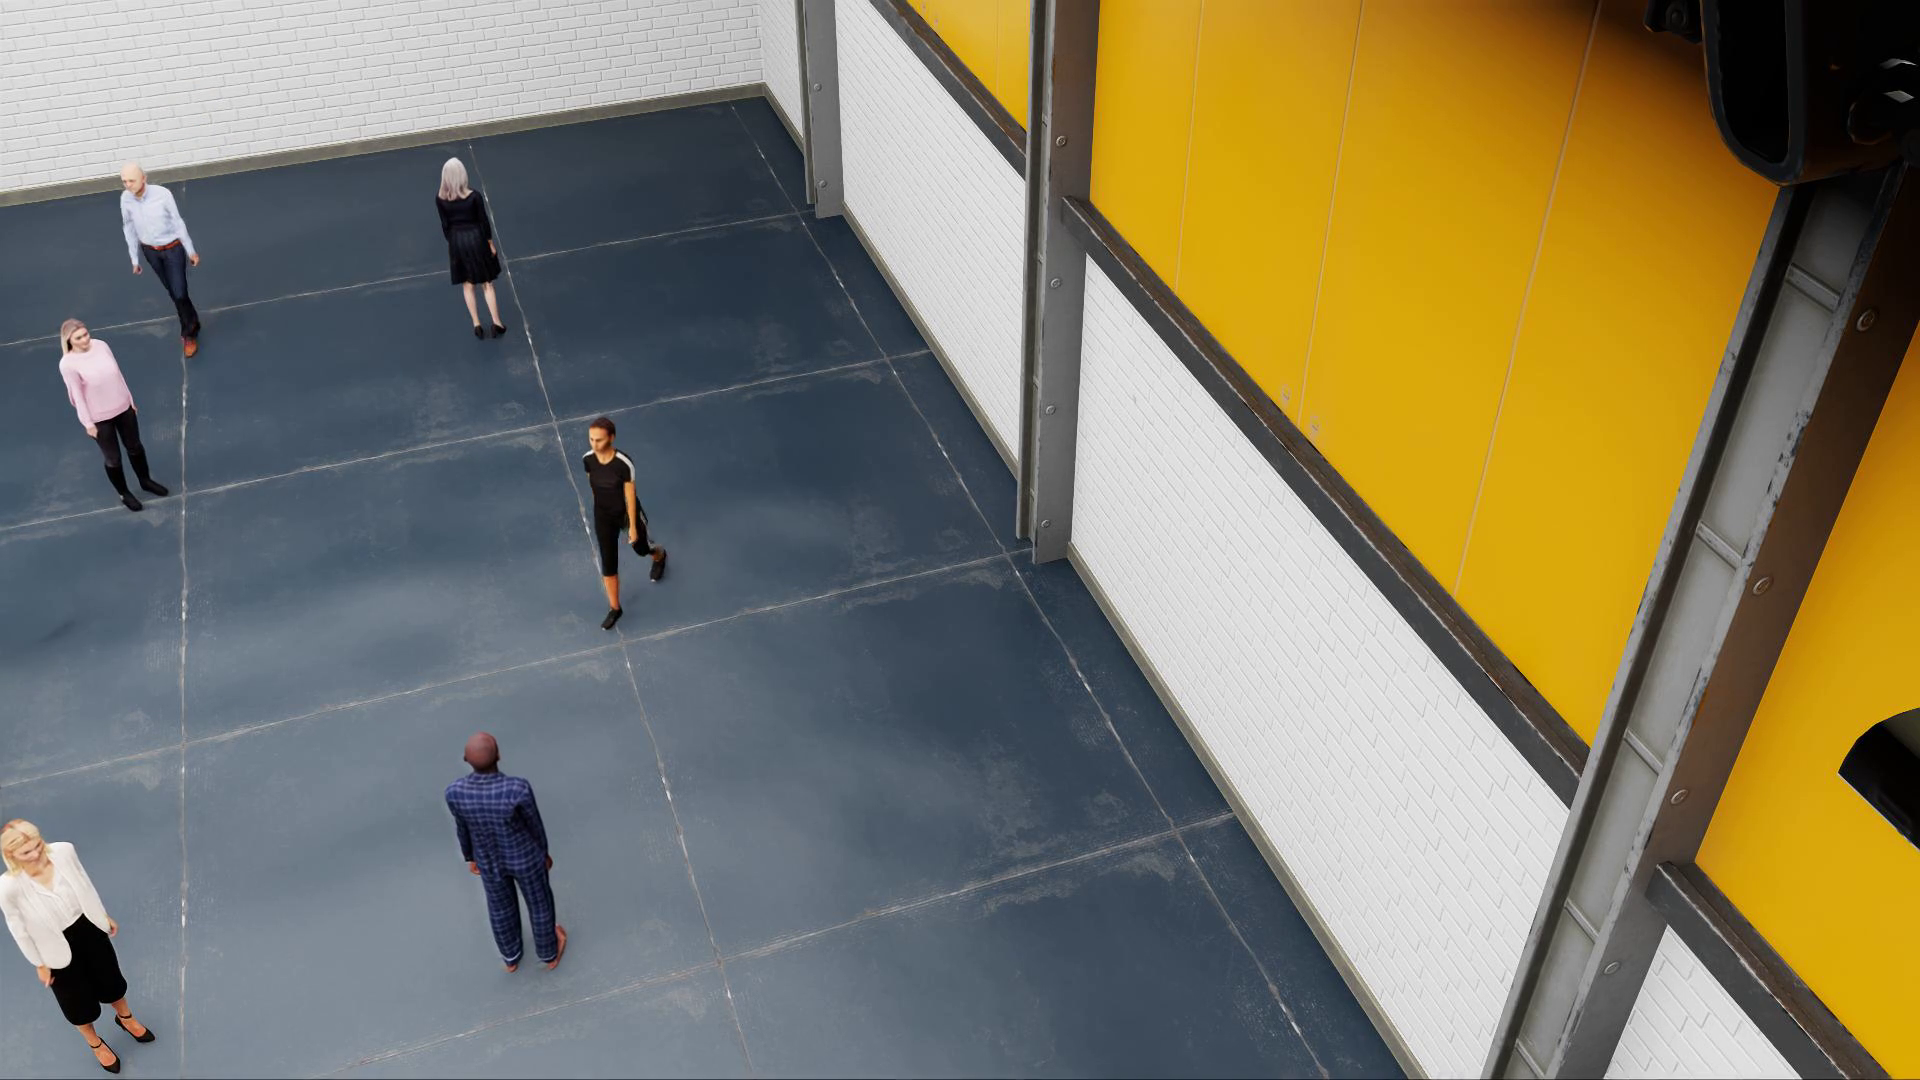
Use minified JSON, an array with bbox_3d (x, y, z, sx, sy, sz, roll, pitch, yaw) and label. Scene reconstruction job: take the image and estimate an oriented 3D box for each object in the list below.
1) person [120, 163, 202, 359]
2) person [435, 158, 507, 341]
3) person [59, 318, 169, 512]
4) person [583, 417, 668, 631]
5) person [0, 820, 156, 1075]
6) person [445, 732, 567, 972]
[{"bbox_3d":[-7.075,-2.584,14.859,0.840,1.771,0.972,-1,39,-1],"label":"person"},{"bbox_3d":[-4.388,-2.606,14.907,0.657,1.746,0.642,-4,39,-5],"label":"person"},{"bbox_3d":[-6.647,-1.003,12.949,0.735,1.684,0.684,19,42,22],"label":"person"},{"bbox_3d":[-2.403,-0.210,11.992,1.006,1.639,1.141,11,40,14],"label":"person"},{"bbox_3d":[-4.732,2.151,8.860,0.722,1.859,0.682,20,43,23],"label":"person"},{"bbox_3d":[-2.540,1.771,9.369,0.723,1.817,0.716,0,39,0],"label":"person"}]
